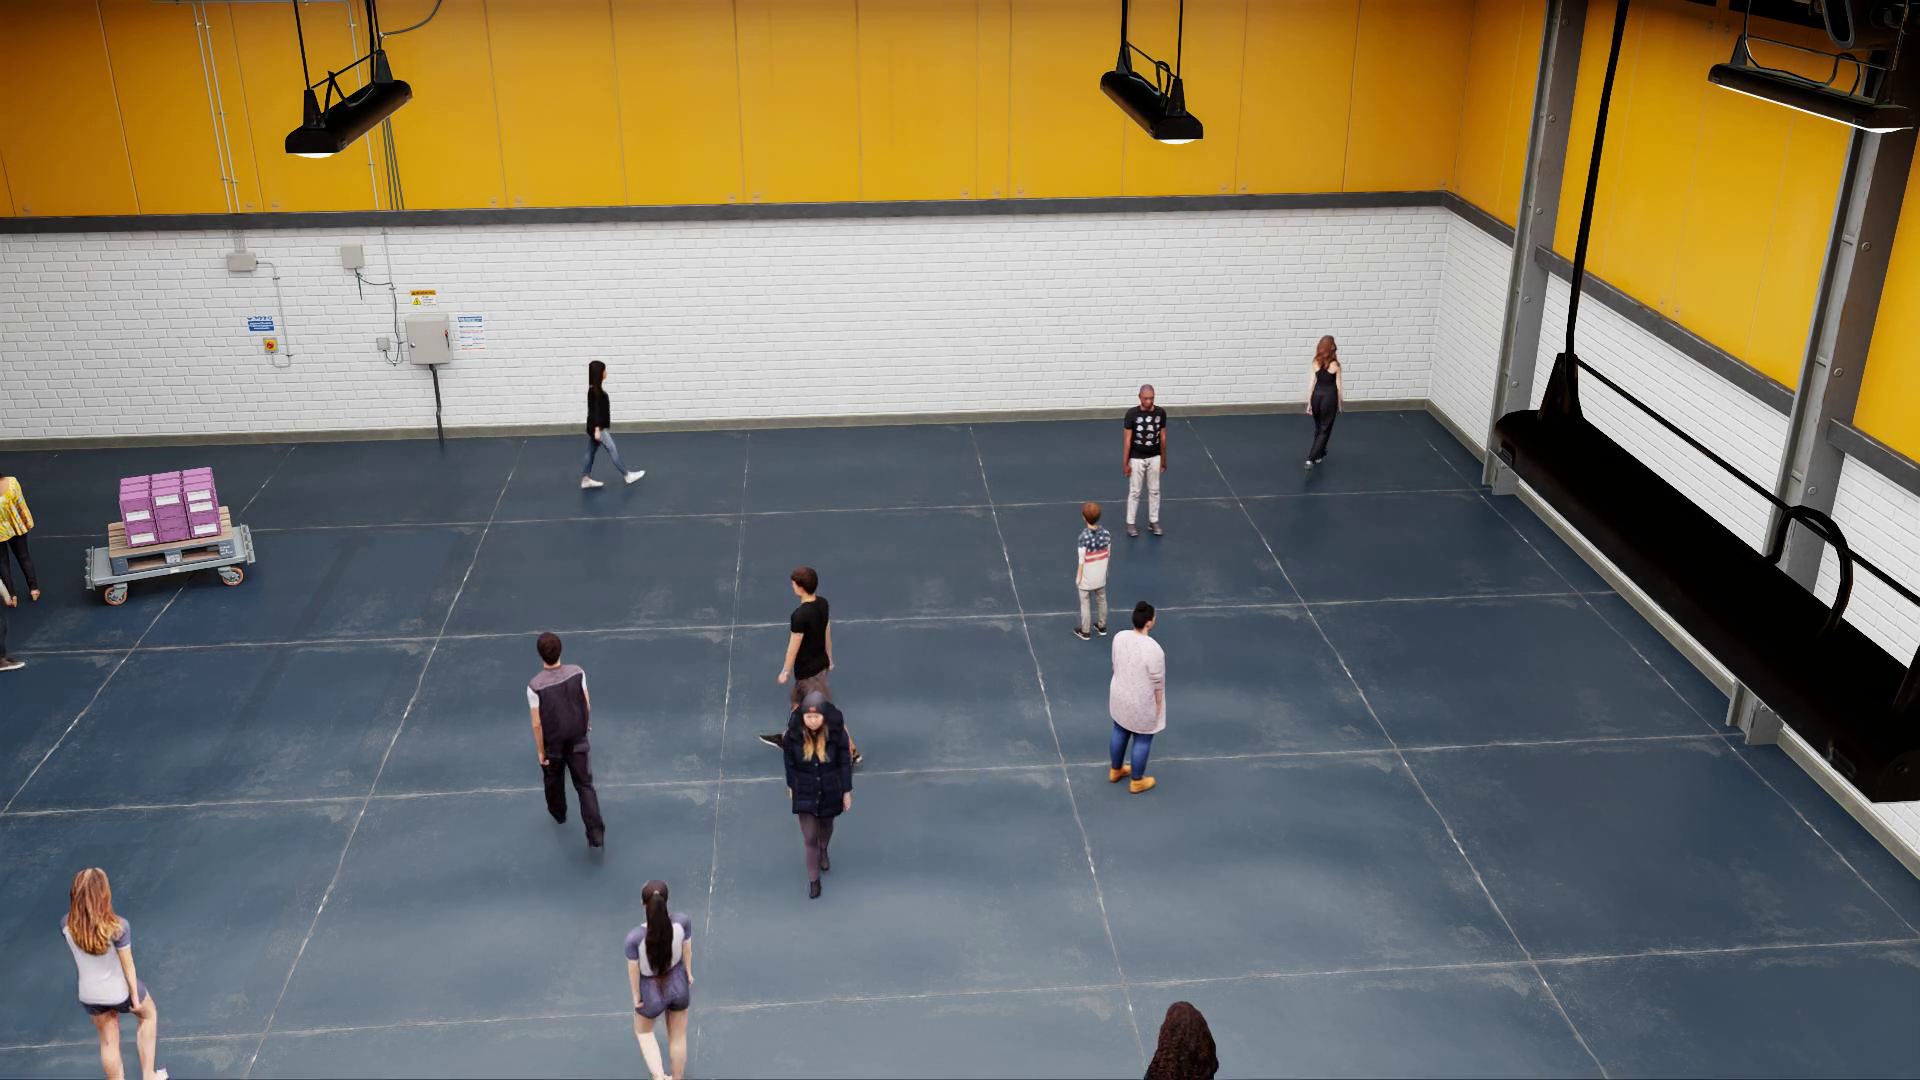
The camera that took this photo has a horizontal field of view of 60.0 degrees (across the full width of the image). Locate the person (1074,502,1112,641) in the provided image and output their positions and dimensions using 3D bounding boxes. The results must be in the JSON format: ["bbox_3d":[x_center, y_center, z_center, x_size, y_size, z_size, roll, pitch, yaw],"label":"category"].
[{"bbox_3d":[1.326,0.298,16.635,0.581,1.439,0.578,-12,26,-26],"label":"person"}]

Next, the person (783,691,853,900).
[{"bbox_3d":[-1.079,1.877,12.781,0.665,1.633,0.998,-3,24,-6],"label":"person"}]

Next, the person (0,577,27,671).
[{"bbox_3d":[-9.456,0.562,16.025,0.772,1.444,0.632,-1,24,-3],"label":"person"}]

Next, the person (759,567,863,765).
[{"bbox_3d":[-1.193,1.131,14.259,1.021,1.818,1.239,7,25,16],"label":"person"}]

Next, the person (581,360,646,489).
[{"bbox_3d":[-4.485,-1.376,20.249,0.826,1.613,1.004,-8,25,-17],"label":"person"}]

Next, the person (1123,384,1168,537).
[{"bbox_3d":[2.110,-0.929,18.993,0.677,1.799,0.614,-4,24,-10],"label":"person"}]

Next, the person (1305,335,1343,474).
[{"bbox_3d":[4.528,-1.671,20.795,0.994,1.716,1.166,13,27,28],"label":"person"}]

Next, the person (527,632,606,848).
[{"bbox_3d":[-3.090,1.617,13.152,0.991,1.814,1.278,-12,26,-25],"label":"person"}]

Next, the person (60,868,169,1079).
[{"bbox_3d":[-5.366,2.868,10.410,0.625,1.717,0.629,0,24,0],"label":"person"}]

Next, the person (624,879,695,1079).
[{"bbox_3d":[-1.837,2.885,10.468,0.689,1.639,0.712,-12,26,-25],"label":"person"}]

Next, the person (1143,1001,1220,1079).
[{"bbox_3d":[1.241,3.384,9.408,0.846,1.574,1.154,-11,26,-24],"label":"person"}]

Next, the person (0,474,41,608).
[{"bbox_3d":[-9.942,-0.106,17.292,0.880,1.653,0.934,-19,30,-37],"label":"person"}]

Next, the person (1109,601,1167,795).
[{"bbox_3d":[1.468,1.302,13.961,0.857,1.741,0.780,-21,31,-39],"label":"person"}]
